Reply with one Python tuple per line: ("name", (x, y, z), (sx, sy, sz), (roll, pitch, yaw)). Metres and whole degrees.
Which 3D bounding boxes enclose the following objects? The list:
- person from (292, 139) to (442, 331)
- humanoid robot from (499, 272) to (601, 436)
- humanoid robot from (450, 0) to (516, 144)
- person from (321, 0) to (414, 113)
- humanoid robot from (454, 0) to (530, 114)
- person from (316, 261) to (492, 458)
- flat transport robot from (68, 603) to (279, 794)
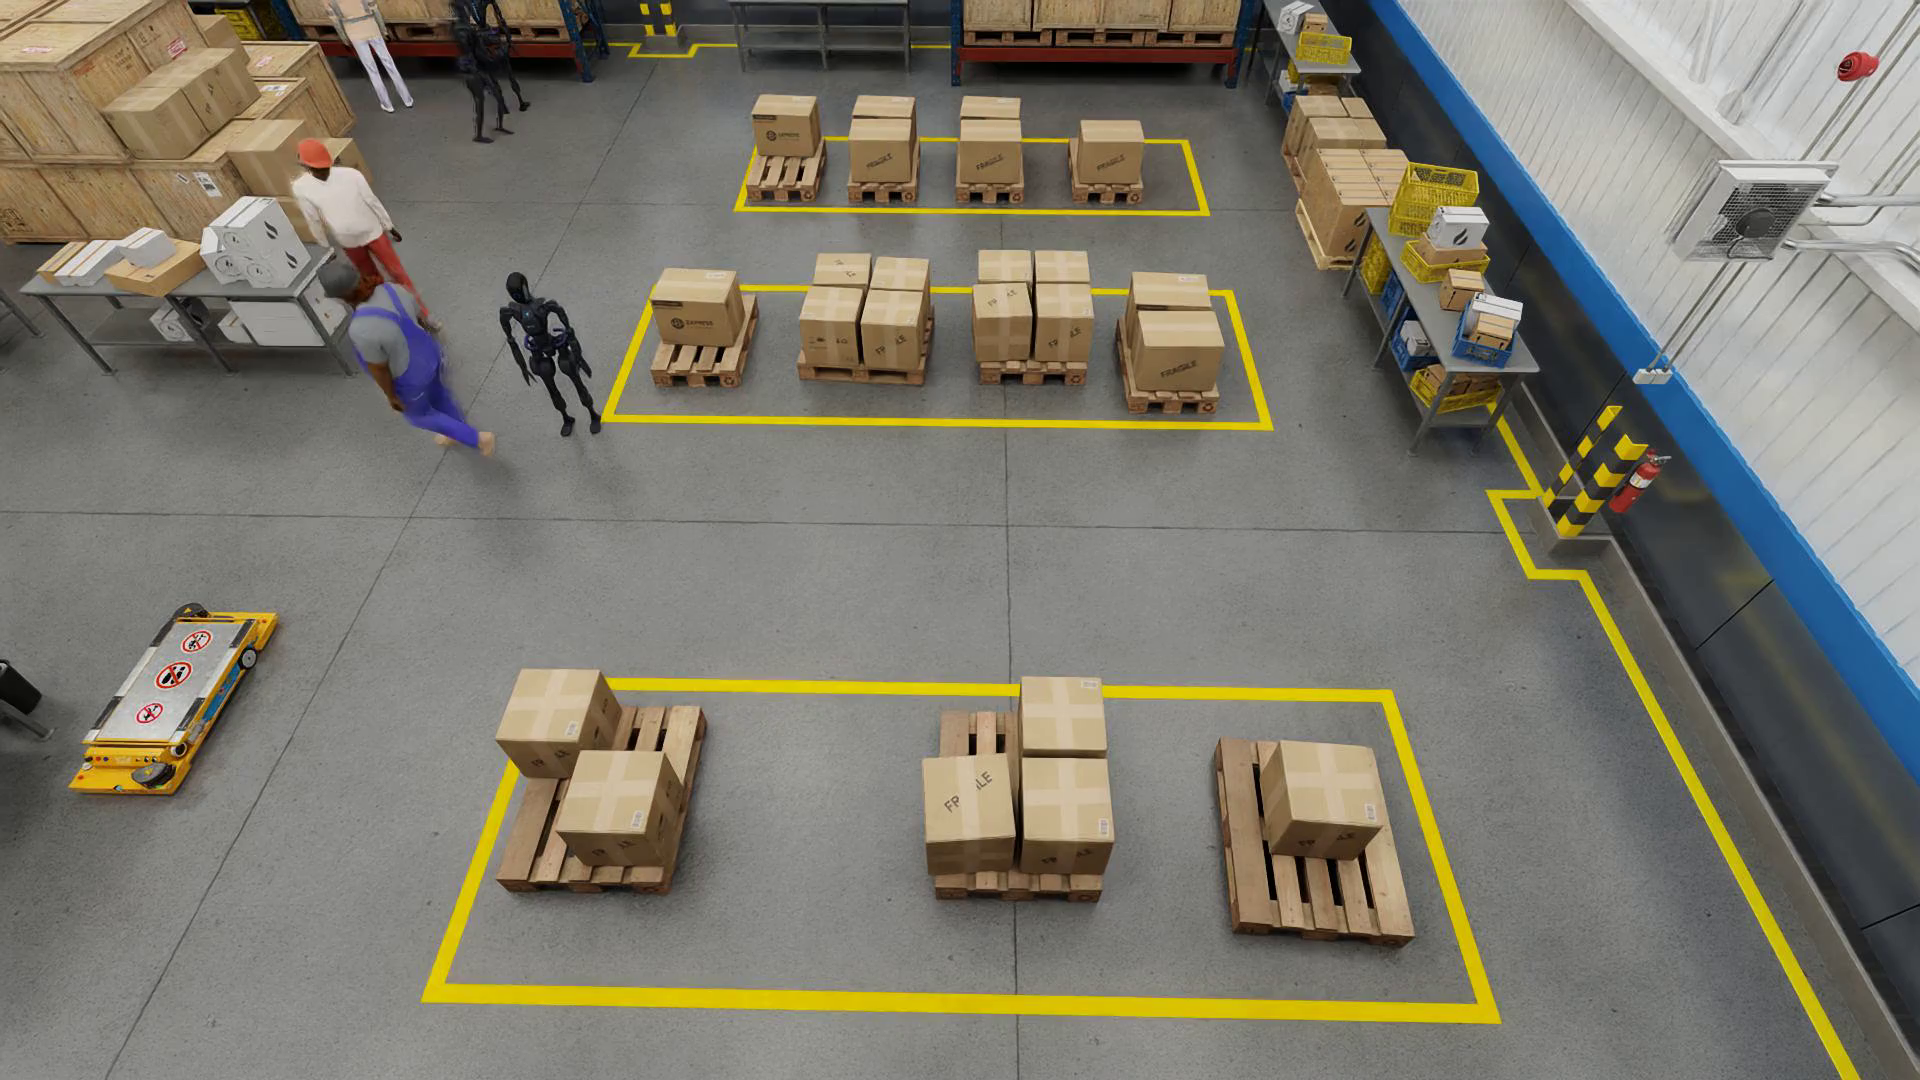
("person", (-5.718, -2.863, 8.697), (0.674, 1.952, 0.687), (-18, 52, -15))
("humanoid robot", (-3.452, -1.537, 7.744), (0.562, 1.650, 0.357), (-10, 50, -8))
("humanoid robot", (-6.071, -5.800, 11.385), (0.569, 1.630, 0.651), (-9, 50, -7))
("person", (-7.685, -6.526, 11.803), (0.584, 1.927, 0.361), (-29, 56, -22))
("humanoid robot", (-6.091, -6.421, 11.869), (0.613, 1.656, 0.308), (-13, 51, -11))
("person", (-4.415, -1.404, 7.395), (0.712, 2.000, 0.722), (1, 50, 1))
("flat transport robot", (-5.504, 1.072, 6.442), (0.652, 0.197, 1.431), (1, 50, 1))
